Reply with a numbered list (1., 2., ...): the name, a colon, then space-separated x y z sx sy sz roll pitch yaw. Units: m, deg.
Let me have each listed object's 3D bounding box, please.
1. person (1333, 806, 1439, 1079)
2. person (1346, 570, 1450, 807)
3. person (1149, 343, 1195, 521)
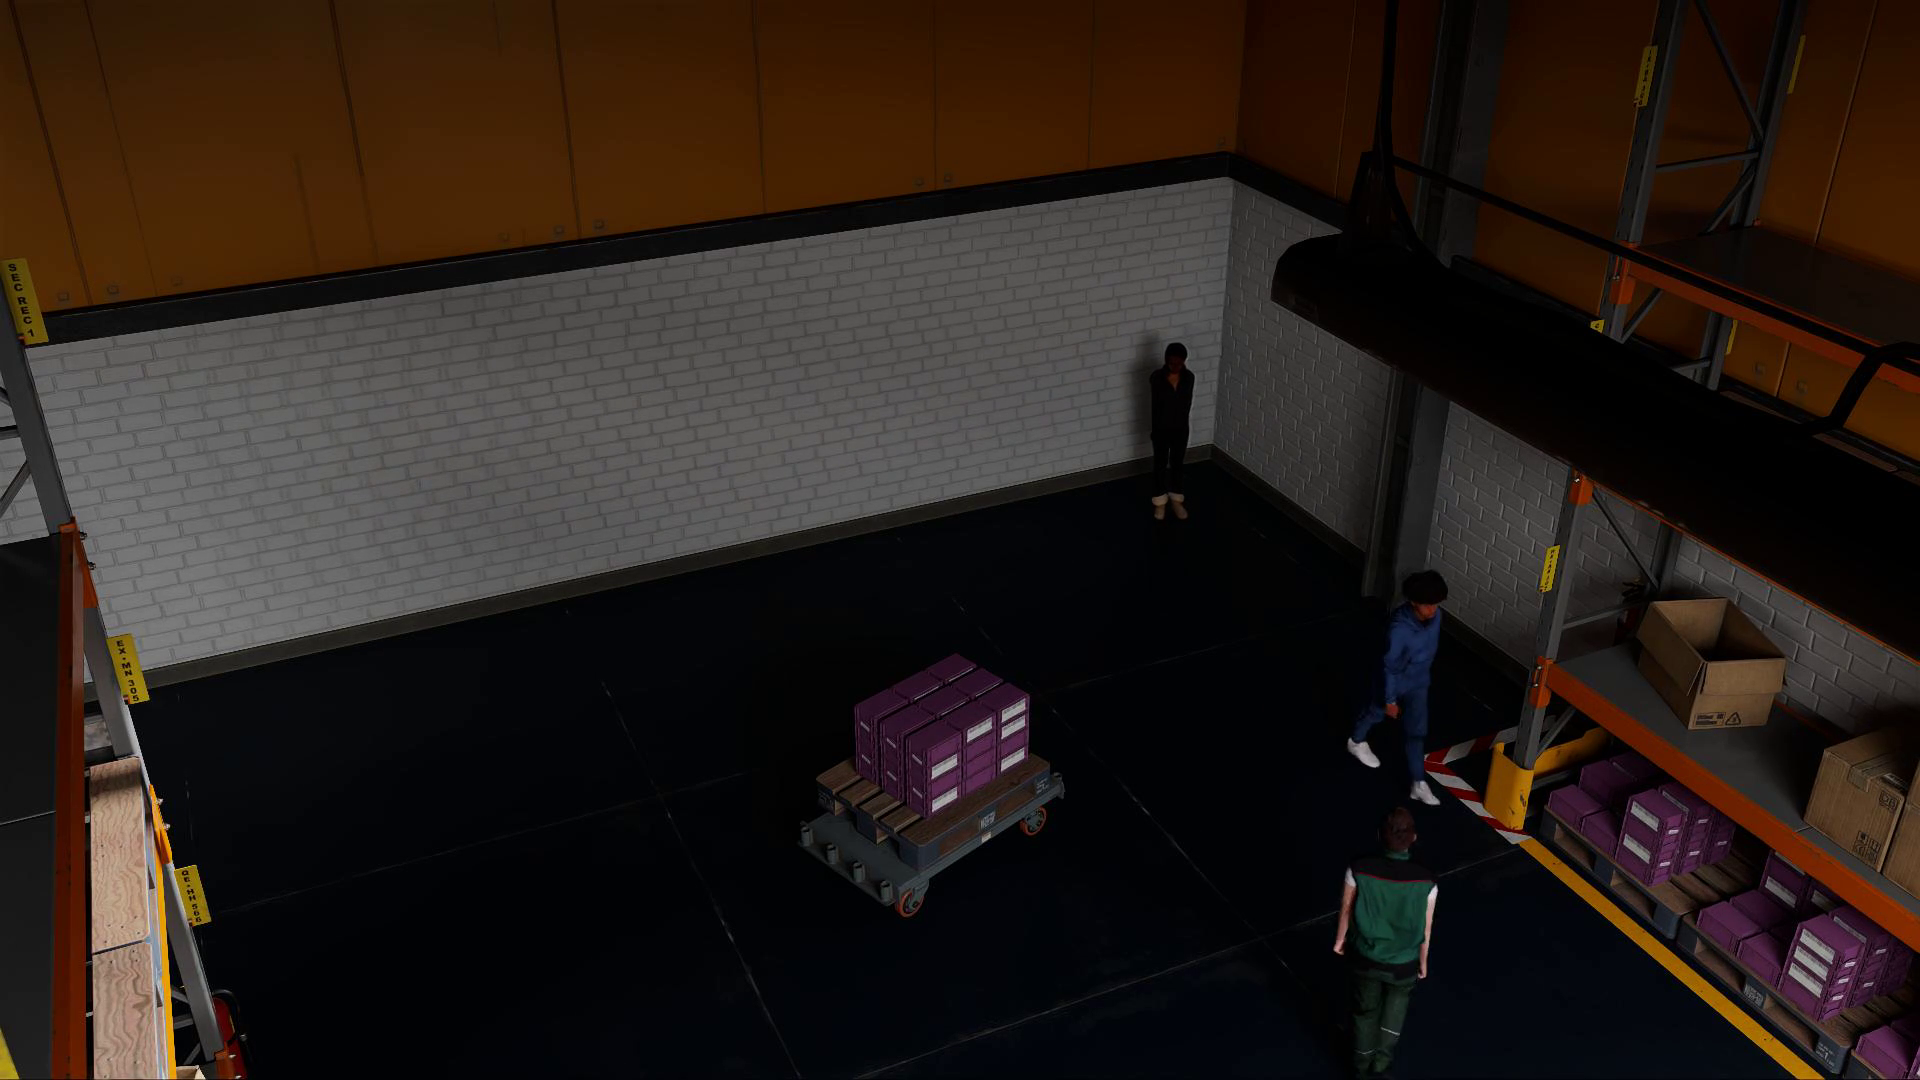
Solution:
1. person: 2.270 2.245 8.907 0.795 1.830 0.848 8 30 15
2. person: 2.979 0.913 11.435 0.698 1.748 1.146 -17 33 -28
3. person: 1.900 -1.021 15.070 0.710 1.662 0.644 -12 31 -21
